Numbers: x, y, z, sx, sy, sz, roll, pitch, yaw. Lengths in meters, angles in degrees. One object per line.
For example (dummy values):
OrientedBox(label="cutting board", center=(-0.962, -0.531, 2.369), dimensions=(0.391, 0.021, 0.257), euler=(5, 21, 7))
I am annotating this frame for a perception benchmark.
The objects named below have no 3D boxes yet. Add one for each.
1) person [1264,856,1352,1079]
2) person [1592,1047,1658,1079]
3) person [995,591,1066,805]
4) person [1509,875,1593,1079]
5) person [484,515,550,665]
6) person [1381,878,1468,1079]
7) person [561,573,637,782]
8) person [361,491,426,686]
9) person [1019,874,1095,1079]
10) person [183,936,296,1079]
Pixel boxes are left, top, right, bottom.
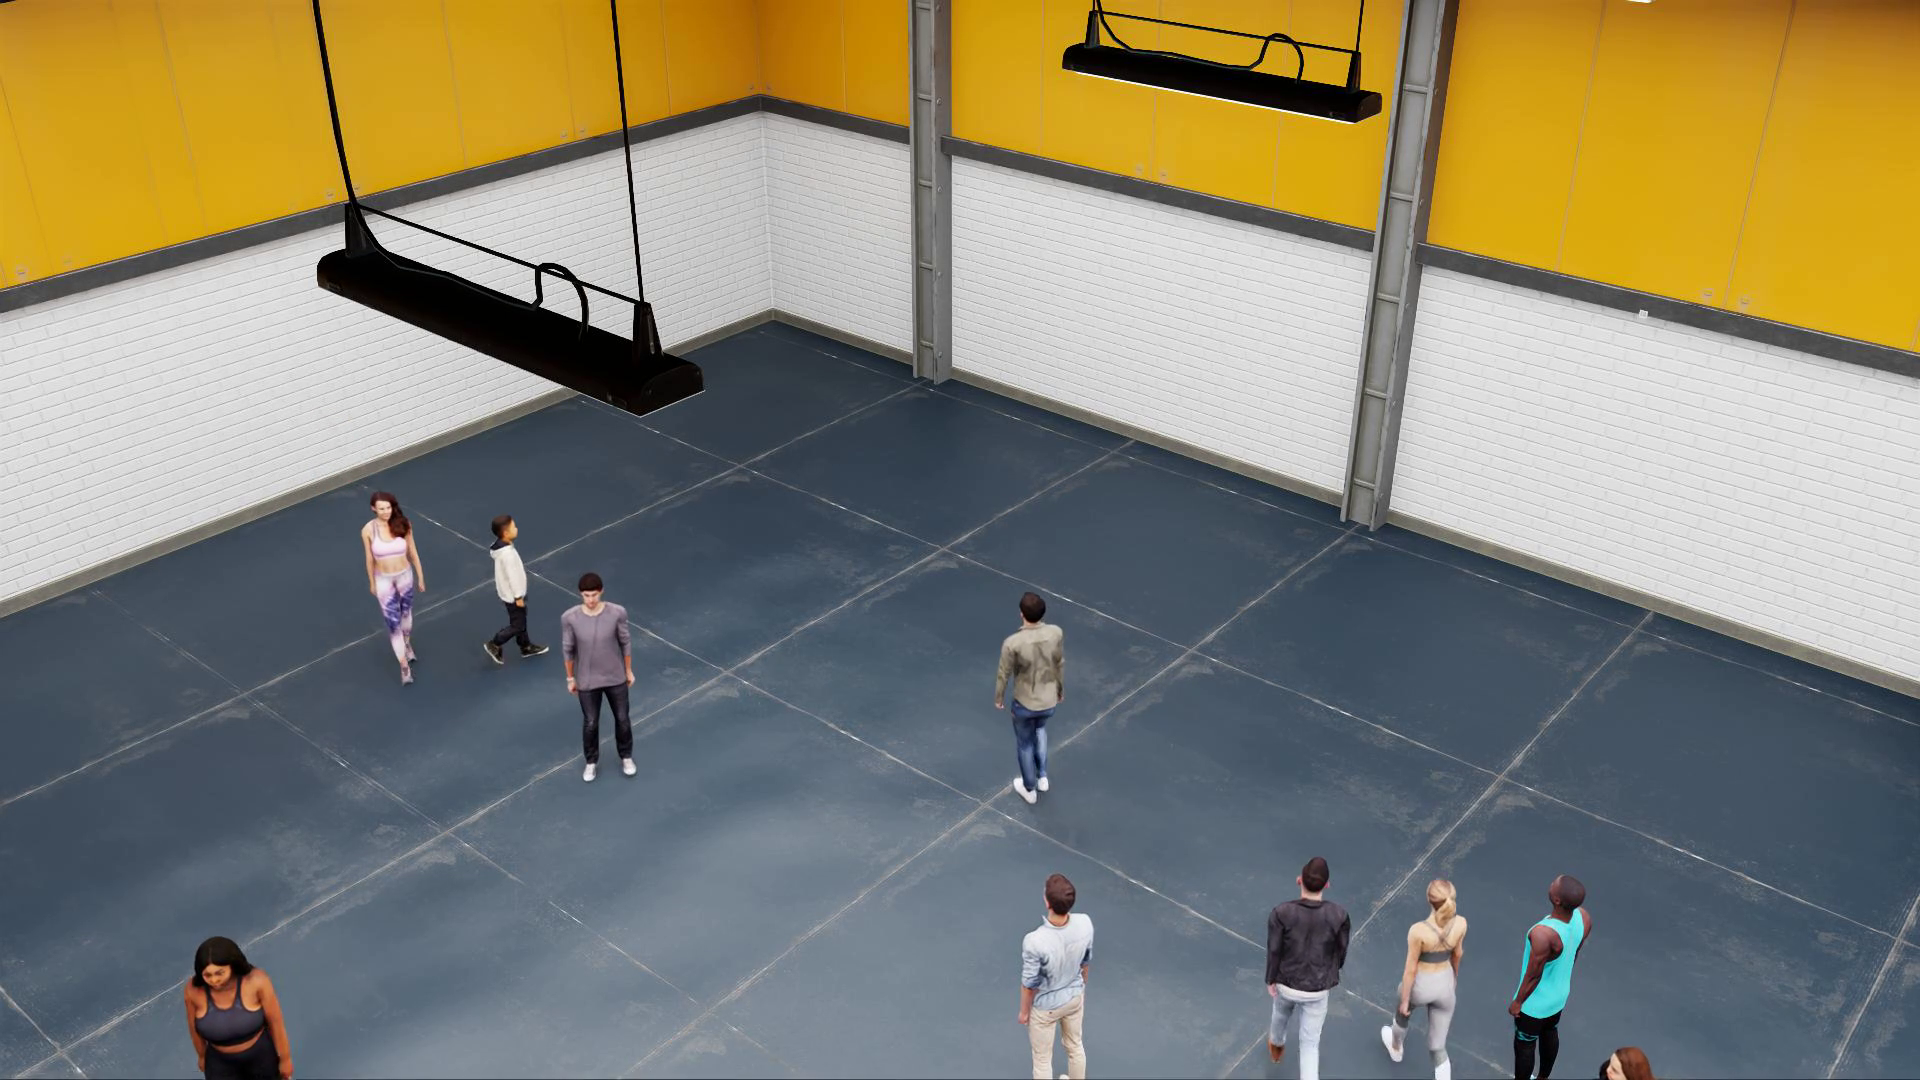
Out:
OrientedBox(label="person", center=(2.111, 2.774, 10.170), dimensions=(1.195, 1.810, 1.142), euler=(3, 29, 6))
OrientedBox(label="person", center=(3.710, 3.409, 9.343), dimensions=(0.912, 1.487, 0.855), euler=(-3, 29, -6))
OrientedBox(label="person", center=(0.604, 1.275, 12.872), dimensions=(0.814, 1.855, 0.802), euler=(-12, 31, -21))
OrientedBox(label="person", center=(3.571, 2.779, 10.161), dimensions=(0.665, 1.811, 0.618), euler=(-16, 33, -27))
OrientedBox(label="person", center=(-4.034, 0.462, 14.789), dimensions=(0.862, 1.446, 0.846), euler=(-10, 30, -17))
OrientedBox(label="person", center=(2.910, 2.843, 10.198), dimensions=(1.106, 1.662, 1.182), euler=(-3, 29, -5))
OrientedBox(label="person", center=(-2.861, 1.067, 13.257), dimensions=(0.740, 1.851, 0.750), euler=(-7, 29, -12))
OrientedBox(label="person", center=(-5.019, 0.341, 14.705), dimensions=(0.812, 1.739, 1.029), euler=(-15, 32, -25))
OrientedBox(label="person", center=(0.583, 2.789, 10.105), dimensions=(0.717, 1.847, 0.683), euler=(-15, 32, -25))
OrientedBox(label="person", center=(-4.206, 2.980, 9.804), dimensions=(0.883, 1.800, 0.940), euler=(-8, 30, -14))
